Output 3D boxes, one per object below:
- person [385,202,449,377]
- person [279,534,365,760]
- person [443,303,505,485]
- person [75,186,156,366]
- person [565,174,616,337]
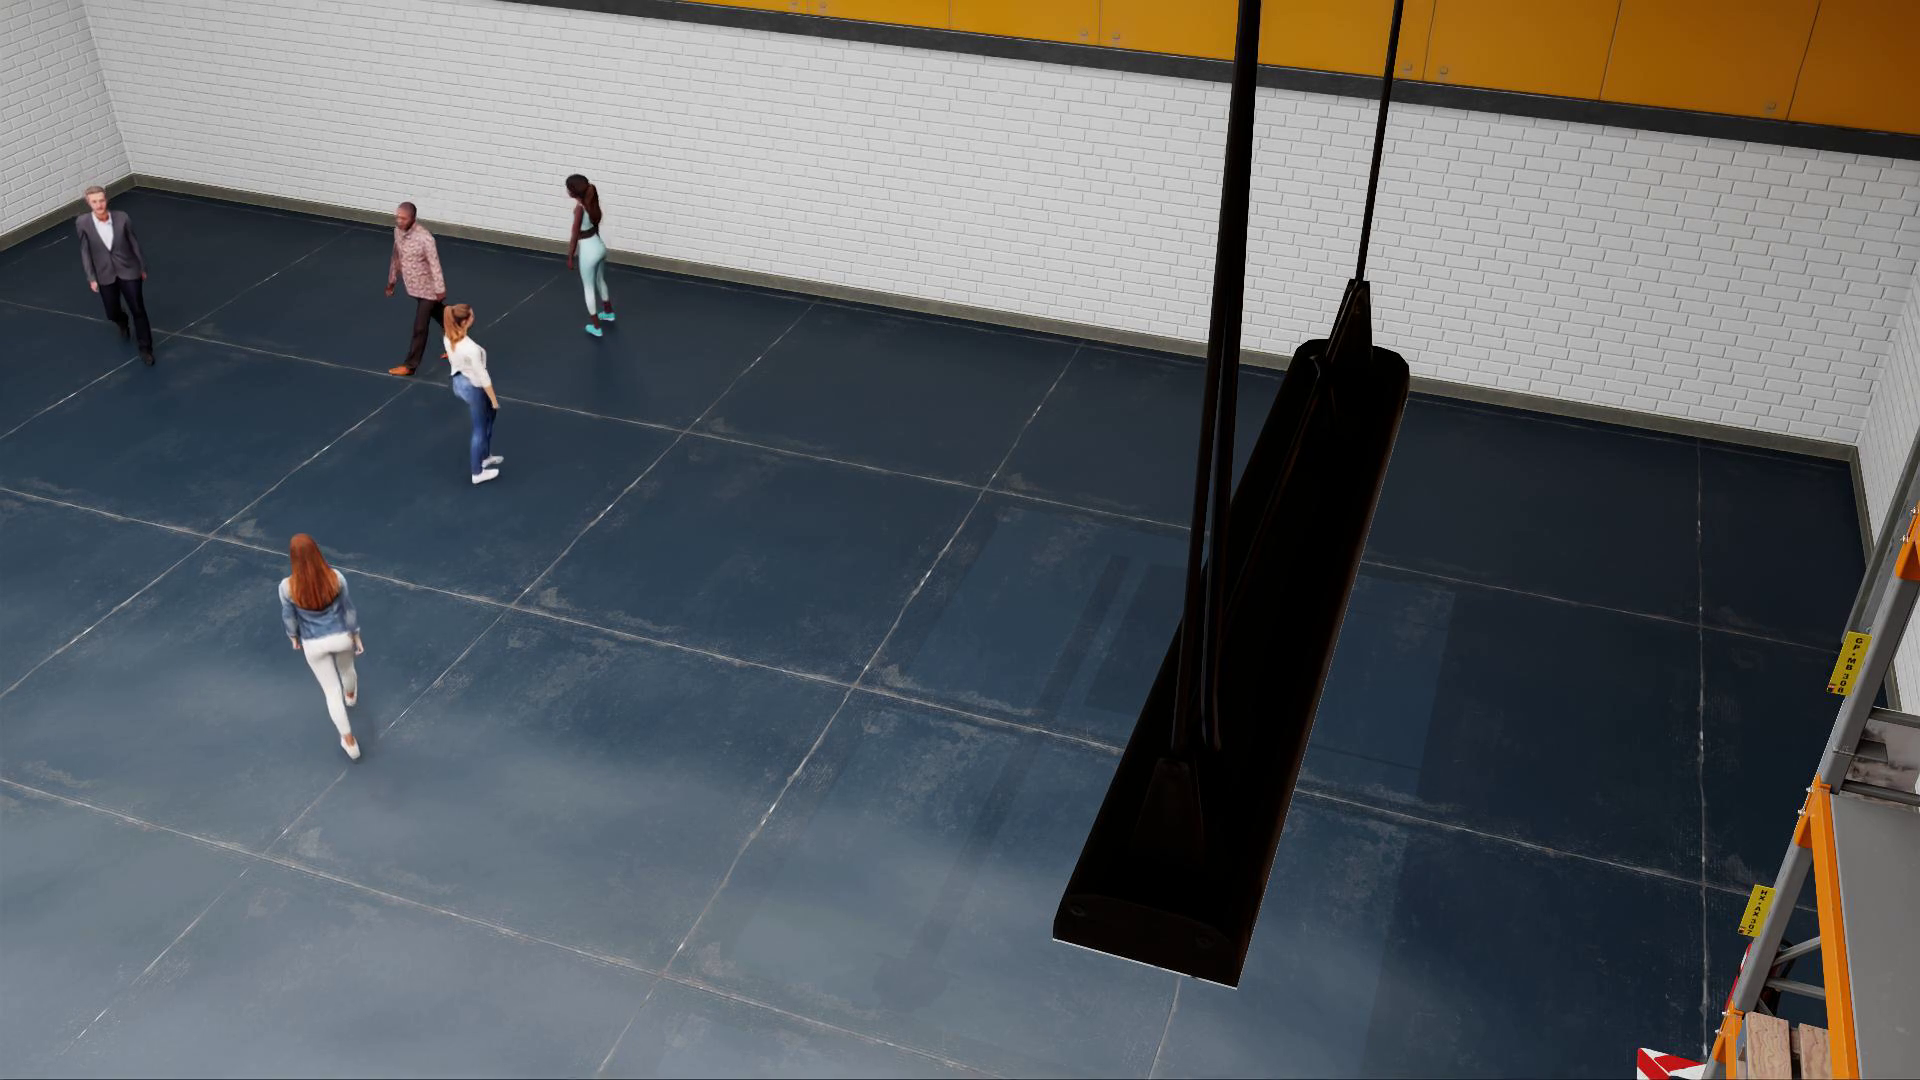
[{"bbox_3d":[-5.199,-2.514,16.374,1.291,1.755,1.027,-29,43,-36],"label":"person"},{"bbox_3d":[-4.359,0.776,11.515,1.087,1.654,1.132,-15,37,-22],"label":"person"},{"bbox_3d":[-4.330,-1.252,14.517,0.775,1.707,0.744,-28,42,-35],"label":"person"},{"bbox_3d":[-8.396,-2.668,16.544,1.053,1.824,1.100,-17,37,-23],"label":"person"},{"bbox_3d":[-3.759,-2.894,16.987,0.695,1.709,0.540,12,36,18],"label":"person"}]
